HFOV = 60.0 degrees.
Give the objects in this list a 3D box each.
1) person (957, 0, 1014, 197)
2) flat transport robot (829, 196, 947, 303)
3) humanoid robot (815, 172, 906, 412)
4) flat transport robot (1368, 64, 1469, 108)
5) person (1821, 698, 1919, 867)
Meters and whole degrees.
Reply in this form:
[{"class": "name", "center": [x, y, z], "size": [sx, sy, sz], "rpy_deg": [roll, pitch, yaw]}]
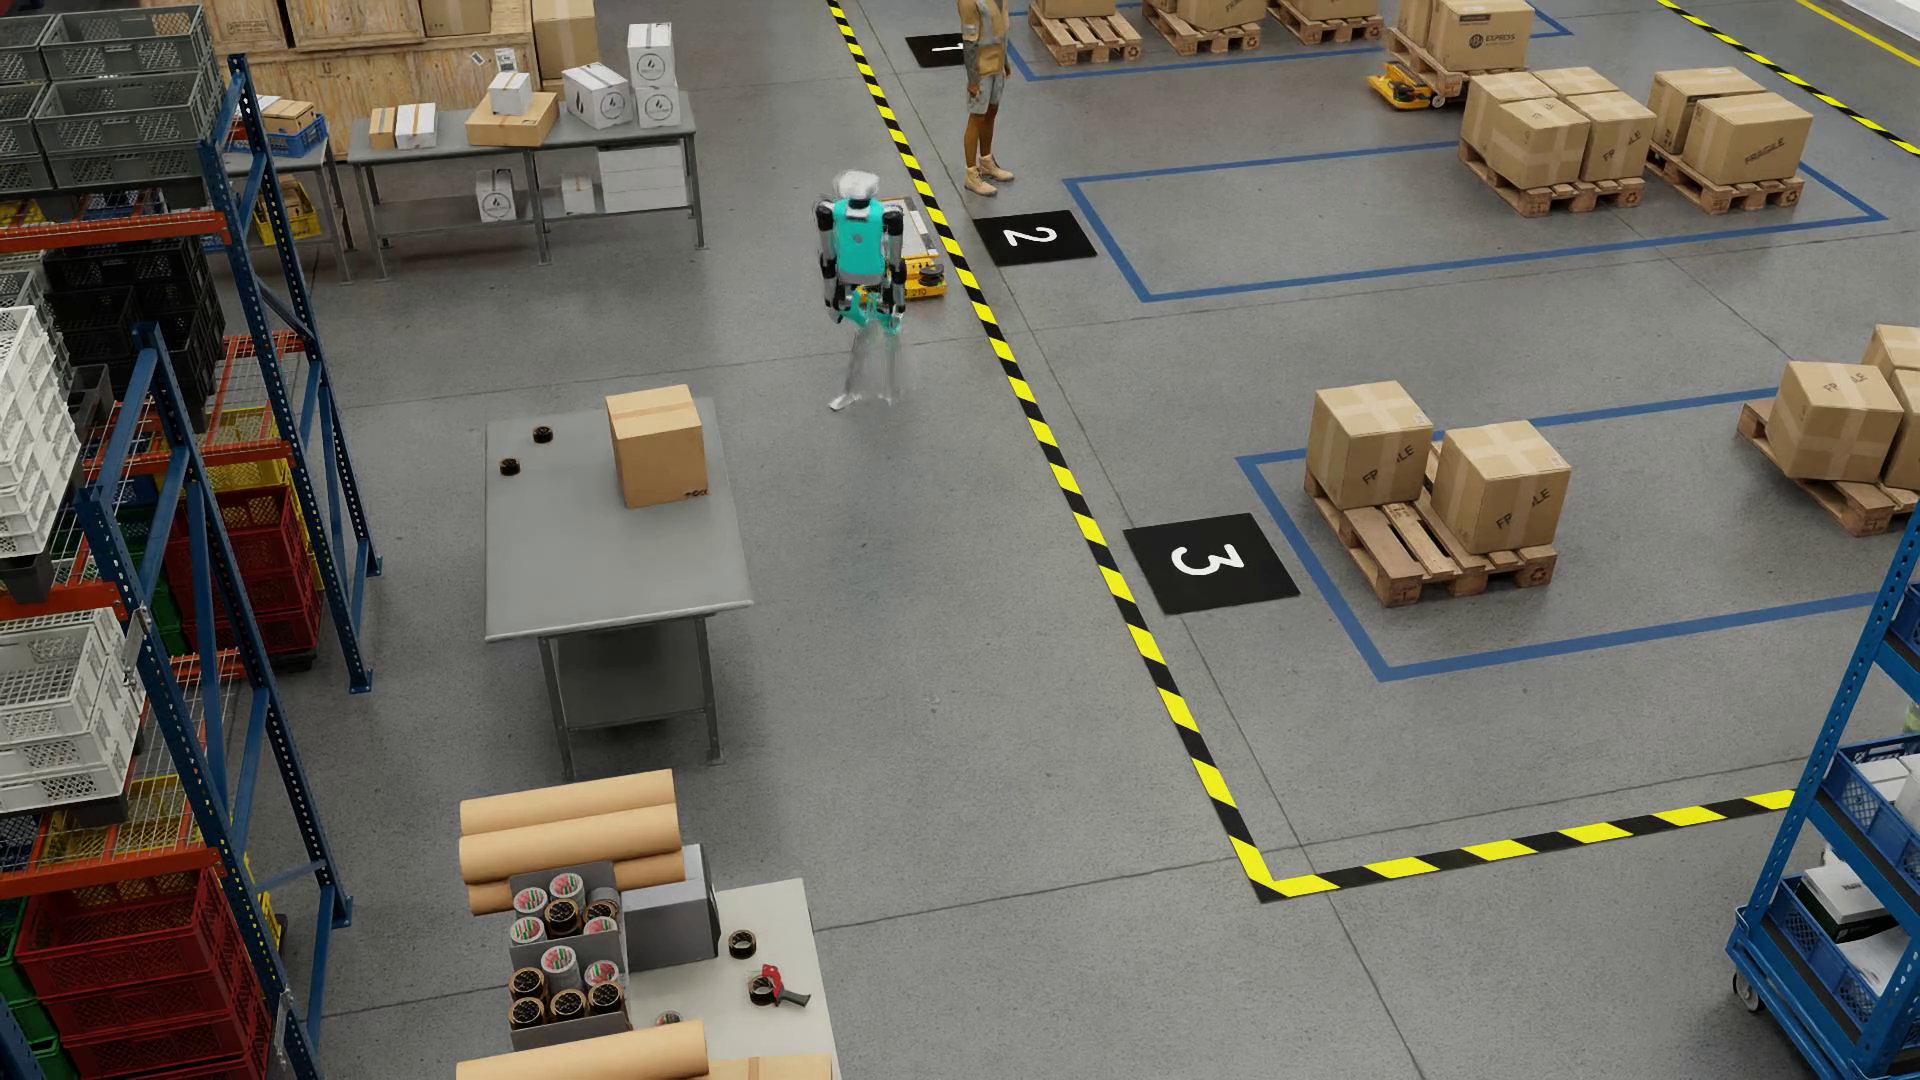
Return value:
[{"class": "person", "center": [0.225, -3.743, 13.097], "size": [0.365, 2.048, 0.606], "rpy_deg": [18, 40, 23]}, {"class": "flat transport robot", "center": [-0.570, -2.220, 12.538], "size": [0.659, 0.231, 1.431], "rpy_deg": [-8, 37, -10]}, {"class": "humanoid robot", "center": [-0.568, -1.573, 10.439], "size": [0.548, 1.761, 0.788], "rpy_deg": [5, 37, 6]}, {"class": "flat transport robot", "center": [4.531, -4.203, 15.179], "size": [1.431, 0.197, 0.652], "rpy_deg": [-8, 37, -10]}, {"class": "person", "center": [4.217, 0.835, 7.154], "size": [0.661, 1.813, 0.373], "rpy_deg": [-17, 40, -22]}]
